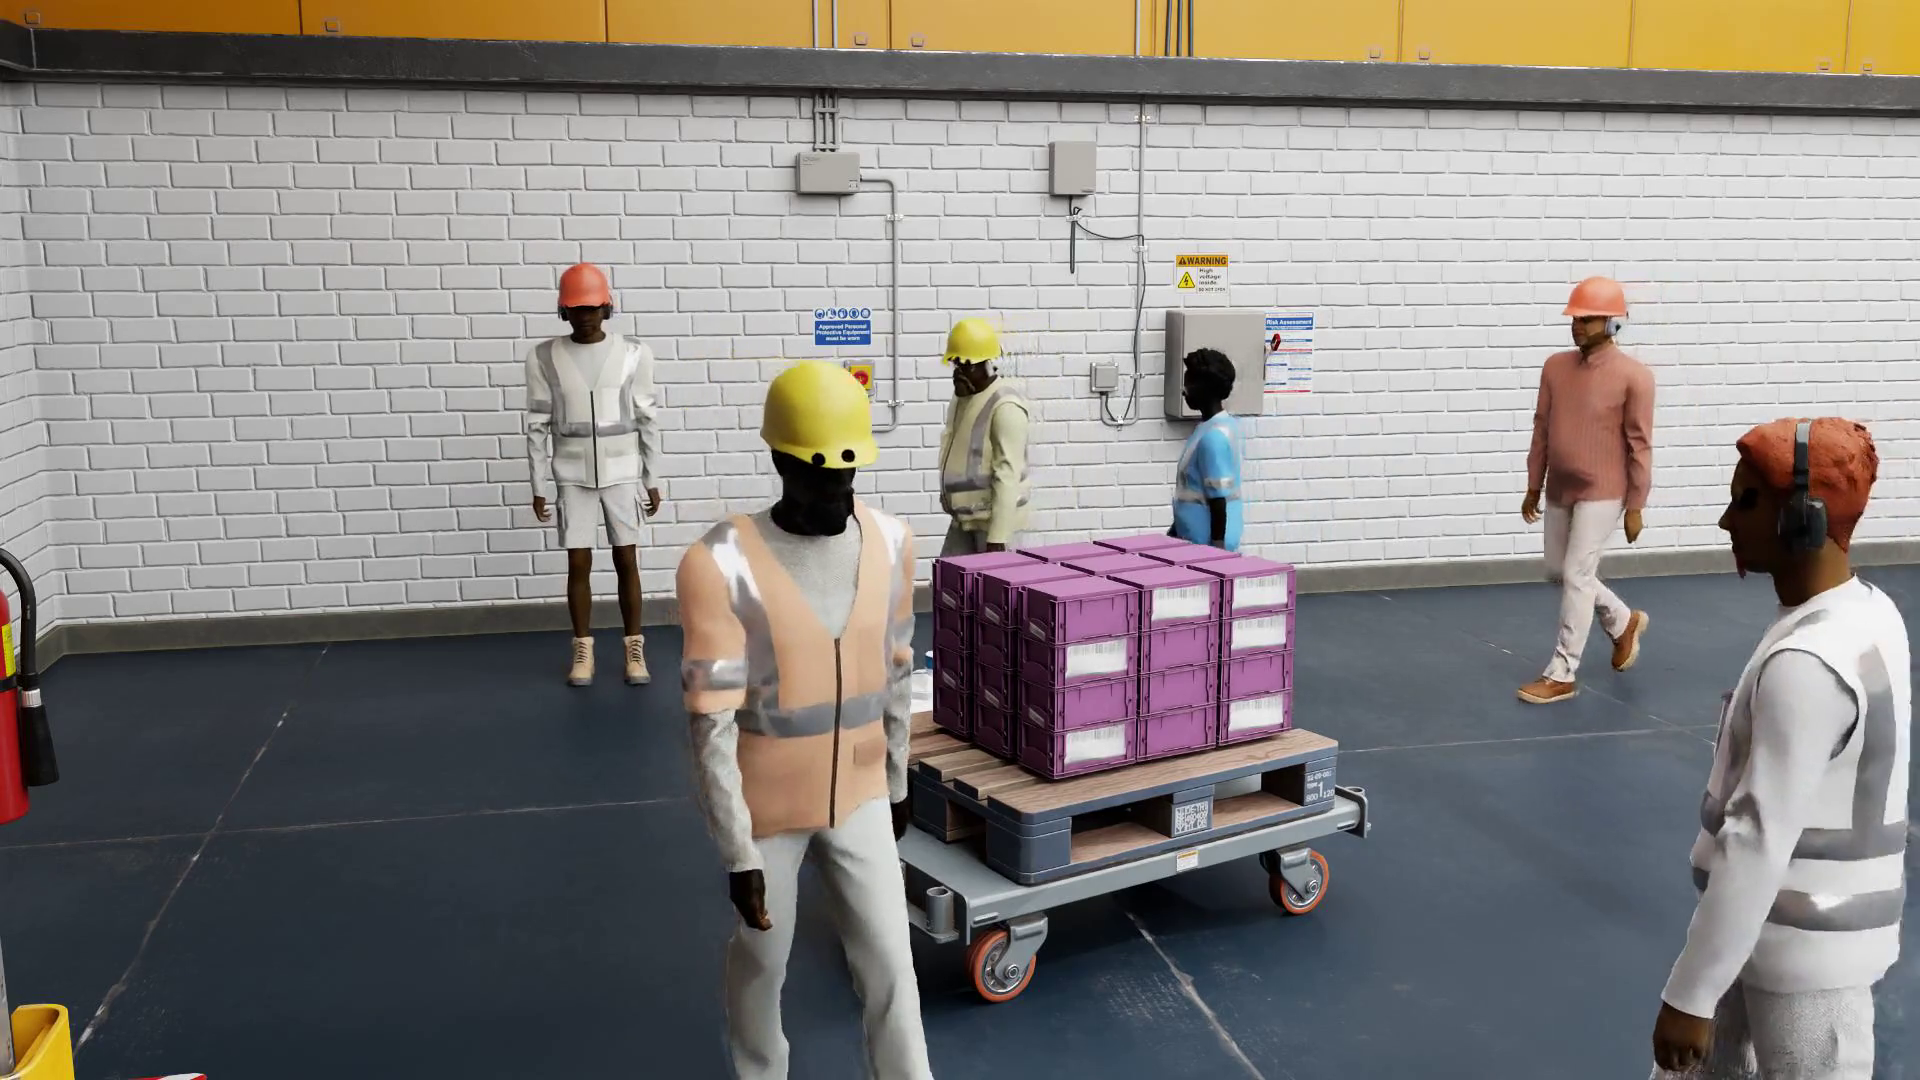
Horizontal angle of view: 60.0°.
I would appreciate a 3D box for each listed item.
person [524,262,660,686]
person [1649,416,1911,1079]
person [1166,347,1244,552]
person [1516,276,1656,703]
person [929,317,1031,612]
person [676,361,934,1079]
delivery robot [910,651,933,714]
[{"bbox_3d":[-1.744,-0.297,7.930,0.611,2.029,0.409,-2,10,-12],"label":"person"},{"bbox_3d":[1.425,0.701,2.944,0.911,1.844,0.598,6,12,30],"label":"person"},{"bbox_3d":[1.083,-0.017,7.339,0.749,1.665,0.537,2,10,12],"label":"person"},{"bbox_3d":[2.969,-0.239,7.758,0.809,1.976,0.620,-5,11,-25],"label":"person"},{"bbox_3d":[0.060,-0.092,7.427,0.619,1.791,0.661,-4,11,-22],"label":"person"},{"bbox_3d":[-0.285,0.566,3.534,0.608,1.877,0.923,-7,12,-32],"label":"person"},{"bbox_3d":[-0.082,0.668,6.386,0.707,0.478,0.477,-4,11,-23],"label":"delivery robot"}]
